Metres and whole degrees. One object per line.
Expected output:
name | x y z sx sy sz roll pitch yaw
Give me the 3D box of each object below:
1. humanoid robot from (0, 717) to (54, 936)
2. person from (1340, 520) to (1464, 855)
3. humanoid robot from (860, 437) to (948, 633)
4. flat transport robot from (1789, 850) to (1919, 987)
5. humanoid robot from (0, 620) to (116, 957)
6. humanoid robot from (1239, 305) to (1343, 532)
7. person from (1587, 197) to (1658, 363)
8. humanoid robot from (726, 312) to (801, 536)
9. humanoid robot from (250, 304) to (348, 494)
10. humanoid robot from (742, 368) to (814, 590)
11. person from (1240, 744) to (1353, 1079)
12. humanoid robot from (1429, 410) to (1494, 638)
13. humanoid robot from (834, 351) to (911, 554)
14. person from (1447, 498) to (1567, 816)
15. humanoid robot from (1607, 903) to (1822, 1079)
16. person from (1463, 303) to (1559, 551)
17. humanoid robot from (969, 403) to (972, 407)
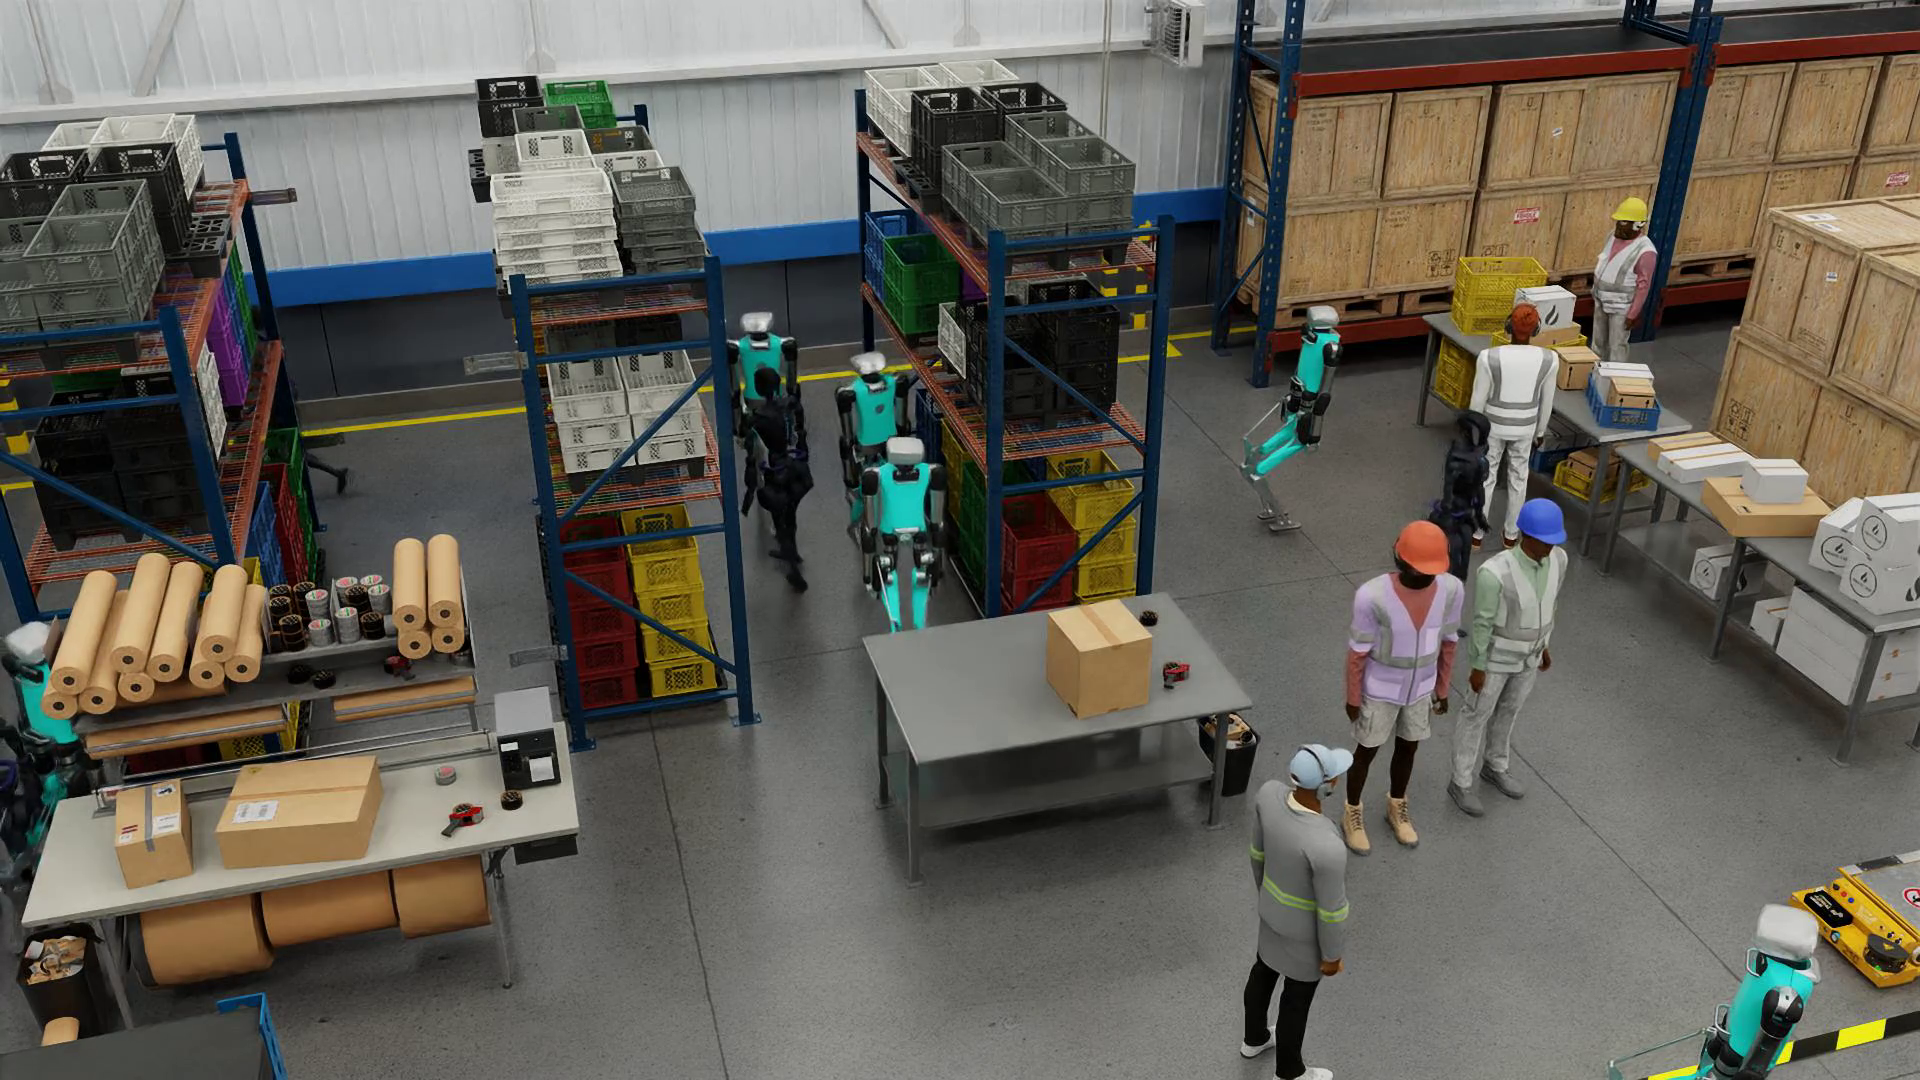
humanoid robot | -4.860 1.335 8.283 0.610 1.640 0.414 -10 30 -17
person | 2.353 0.795 8.889 0.600 2.035 0.398 -5 29 -9
humanoid robot | -0.308 0.257 10.152 0.553 1.746 0.948 -6 29 -11
flat transport robot | 5.163 1.916 8.676 1.431 0.231 0.659 -8 30 -14
humanoid robot | -4.599 1.340 8.255 0.535 1.823 0.810 12 31 21
humanoid robot | 2.339 -0.870 12.118 0.733 1.691 0.532 -5 29 -10
person | 5.603 -2.038 14.244 0.404 1.834 0.586 -8 30 -14
humanoid robot | -1.452 -0.966 12.419 0.546 1.783 0.935 -3 29 -5
humanoid robot | -5.066 -0.988 12.521 0.653 1.637 0.613 -5 29 -9
humanoid robot | -1.283 -0.442 11.526 0.527 1.640 0.597 23 36 35
person | 1.520 1.683 7.455 0.370 1.852 0.588 -14 32 -23
humanoid robot | 3.239 -0.118 10.918 0.411 1.648 0.609 22 36 34
humanoid robot | -0.684 -0.559 11.762 0.553 1.803 1.075 -14 32 -23
person | 3.071 0.631 9.271 0.603 1.948 0.395 -14 32 -23
humanoid robot | 2.889 2.106 6.665 0.735 1.677 0.533 13 31 22
person | 3.920 -0.792 11.928 0.572 1.883 0.358 3 29 6
humanoid robot | 0.330 -1.708 13.812 0.490 1.647 0.590 1 29 1
